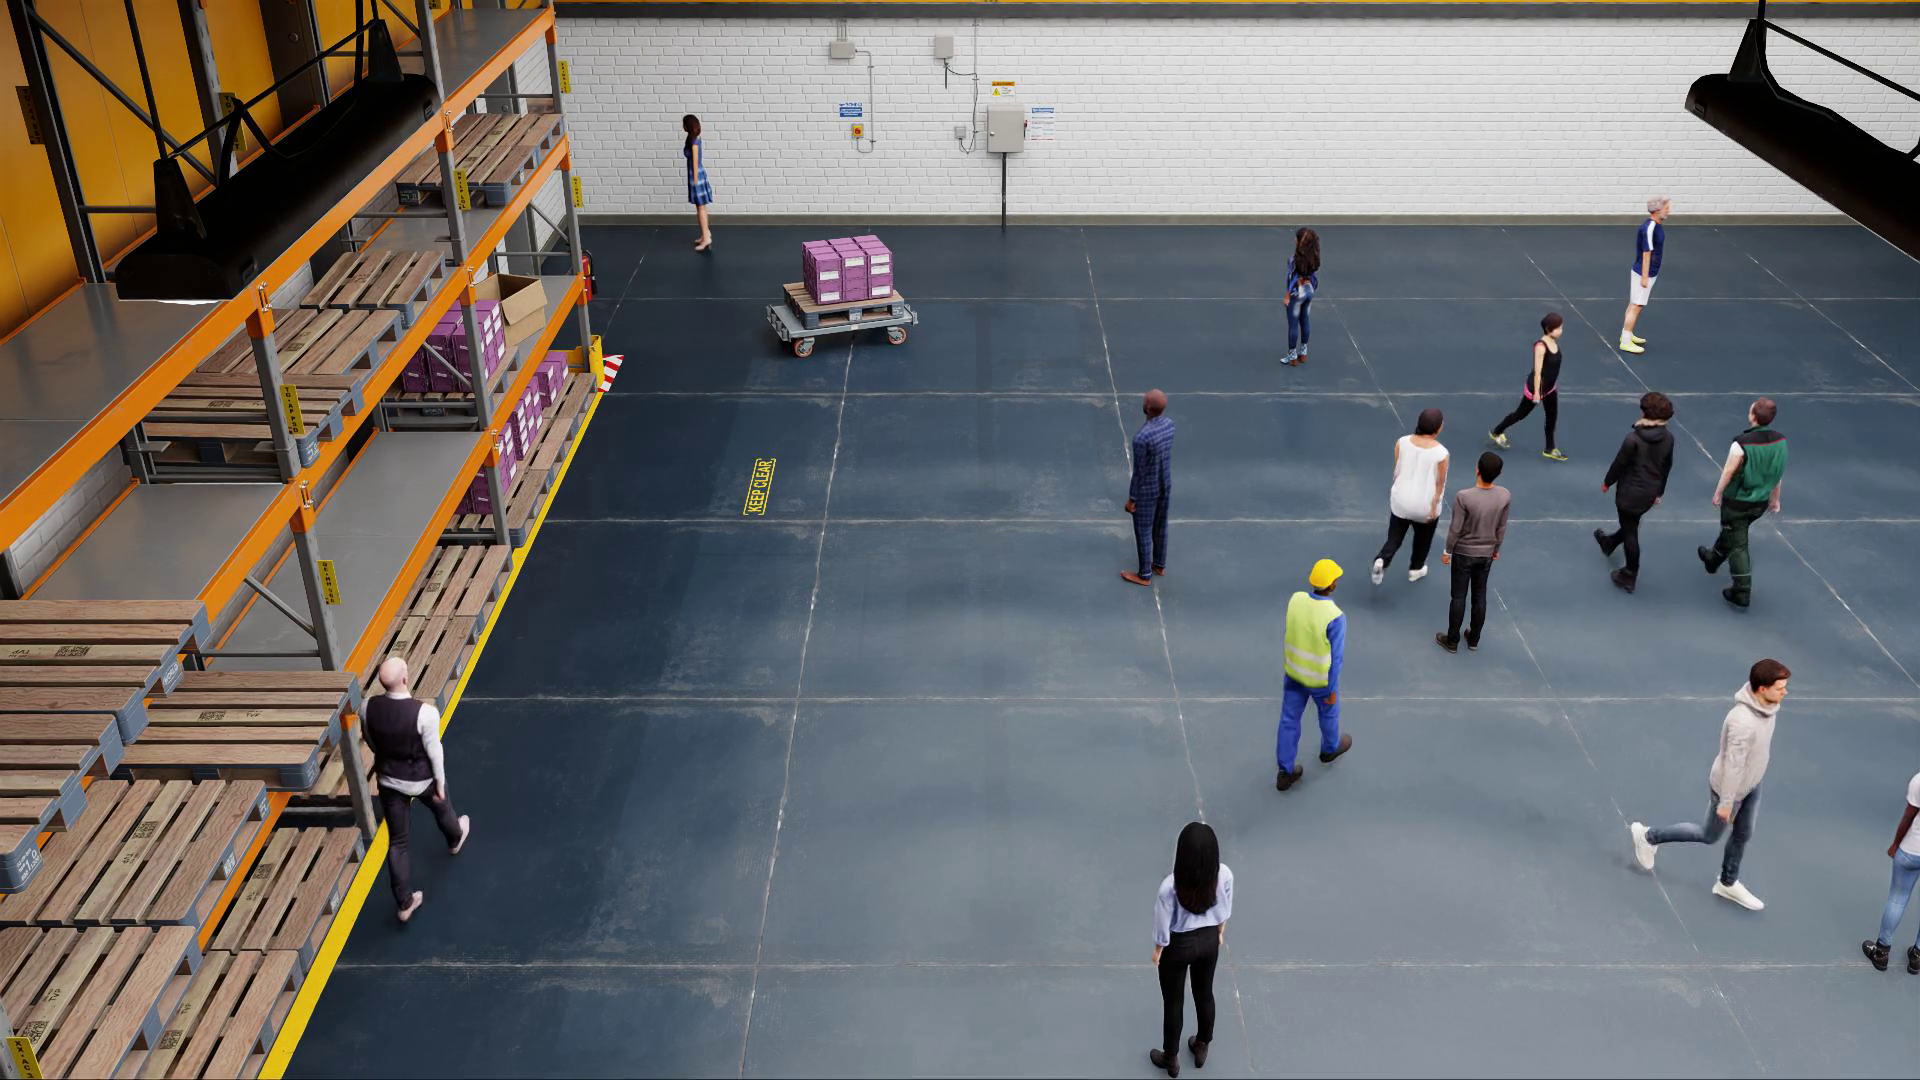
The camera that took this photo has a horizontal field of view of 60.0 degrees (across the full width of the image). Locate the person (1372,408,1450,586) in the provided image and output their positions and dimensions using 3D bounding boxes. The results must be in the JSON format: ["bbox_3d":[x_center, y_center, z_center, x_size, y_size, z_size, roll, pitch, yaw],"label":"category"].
[{"bbox_3d":[3.898,-0.333,14.306,1.005,1.668,1.071,24,37,37],"label":"person"}]

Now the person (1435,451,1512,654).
[{"bbox_3d":[4.142,0.101,13.406,0.671,1.769,0.578,-3,29,-6],"label":"person"}]

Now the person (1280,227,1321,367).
[{"bbox_3d":[3.845,-2.765,18.821,0.692,1.615,0.722,-18,34,-30],"label":"person"}]

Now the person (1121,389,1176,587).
[{"bbox_3d":[1.663,-0.468,14.398,0.822,1.818,0.759,25,37,38],"label":"person"}]

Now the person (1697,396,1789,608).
[{"bbox_3d":[6.688,-0.289,14.091,0.804,1.797,1.193,-6,29,-10],"label":"person"}]

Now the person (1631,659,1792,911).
[{"bbox_3d":[4.900,1.528,10.727,1.182,1.829,1.144,23,36,36],"label":"person"}]

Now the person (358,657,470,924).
[{"bbox_3d":[-3.560,1.613,10.635,0.698,1.769,1.202,1,29,1],"label":"person"}]

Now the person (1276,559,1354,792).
[{"bbox_3d":[2.431,0.981,11.768,1.073,1.791,1.151,24,36,36],"label":"person"}]

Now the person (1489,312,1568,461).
[{"bbox_3d":[5.749,-1.561,16.714,1.031,1.519,1.014,21,35,34],"label":"person"}]

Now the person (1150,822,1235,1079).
[{"bbox_3d":[1.296,2.307,9.386,0.720,1.744,0.695,-11,31,-20],"label":"person"}]

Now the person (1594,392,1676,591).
[{"bbox_3d":[5.877,-0.380,14.315,0.805,1.743,1.104,-8,30,-14],"label":"person"}]

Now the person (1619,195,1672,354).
[{"bbox_3d":[7.902,-3.099,19.199,0.773,1.839,0.638,12,31,21],"label":"person"}]

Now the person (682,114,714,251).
[{"bbox_3d":[-3.556,-4.830,22.412,0.764,1.802,0.558,-4,29,-7],"label":"person"}]

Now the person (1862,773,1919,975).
[{"bbox_3d":[5.912,1.910,10.141,0.630,1.720,0.598,6,29,12],"label":"person"}]
